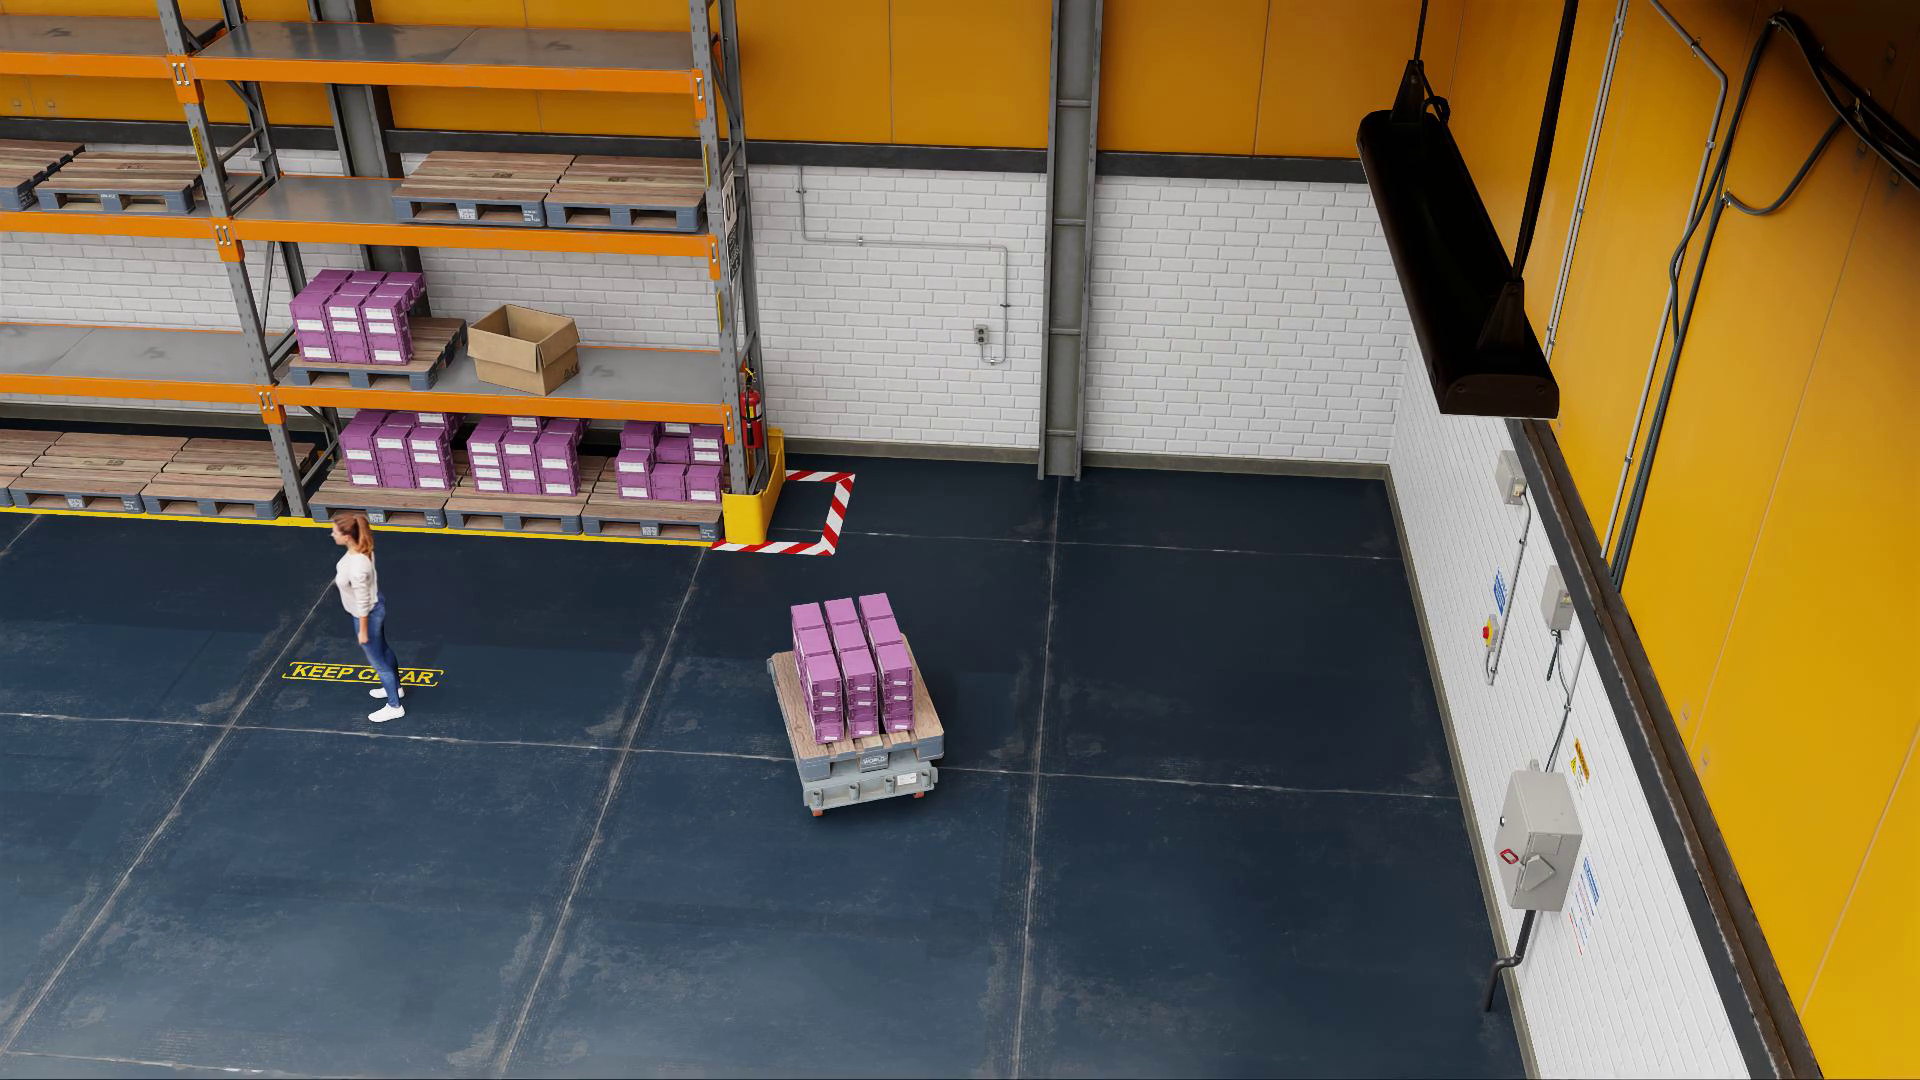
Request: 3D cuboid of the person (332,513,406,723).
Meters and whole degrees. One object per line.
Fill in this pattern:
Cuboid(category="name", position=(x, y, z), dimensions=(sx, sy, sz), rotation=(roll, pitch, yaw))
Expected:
Cuboid(category="person", position=(-4.282, 0.540, 12.061), dimensions=(0.643, 1.720, 0.673), rotation=(-8, 34, -12))
